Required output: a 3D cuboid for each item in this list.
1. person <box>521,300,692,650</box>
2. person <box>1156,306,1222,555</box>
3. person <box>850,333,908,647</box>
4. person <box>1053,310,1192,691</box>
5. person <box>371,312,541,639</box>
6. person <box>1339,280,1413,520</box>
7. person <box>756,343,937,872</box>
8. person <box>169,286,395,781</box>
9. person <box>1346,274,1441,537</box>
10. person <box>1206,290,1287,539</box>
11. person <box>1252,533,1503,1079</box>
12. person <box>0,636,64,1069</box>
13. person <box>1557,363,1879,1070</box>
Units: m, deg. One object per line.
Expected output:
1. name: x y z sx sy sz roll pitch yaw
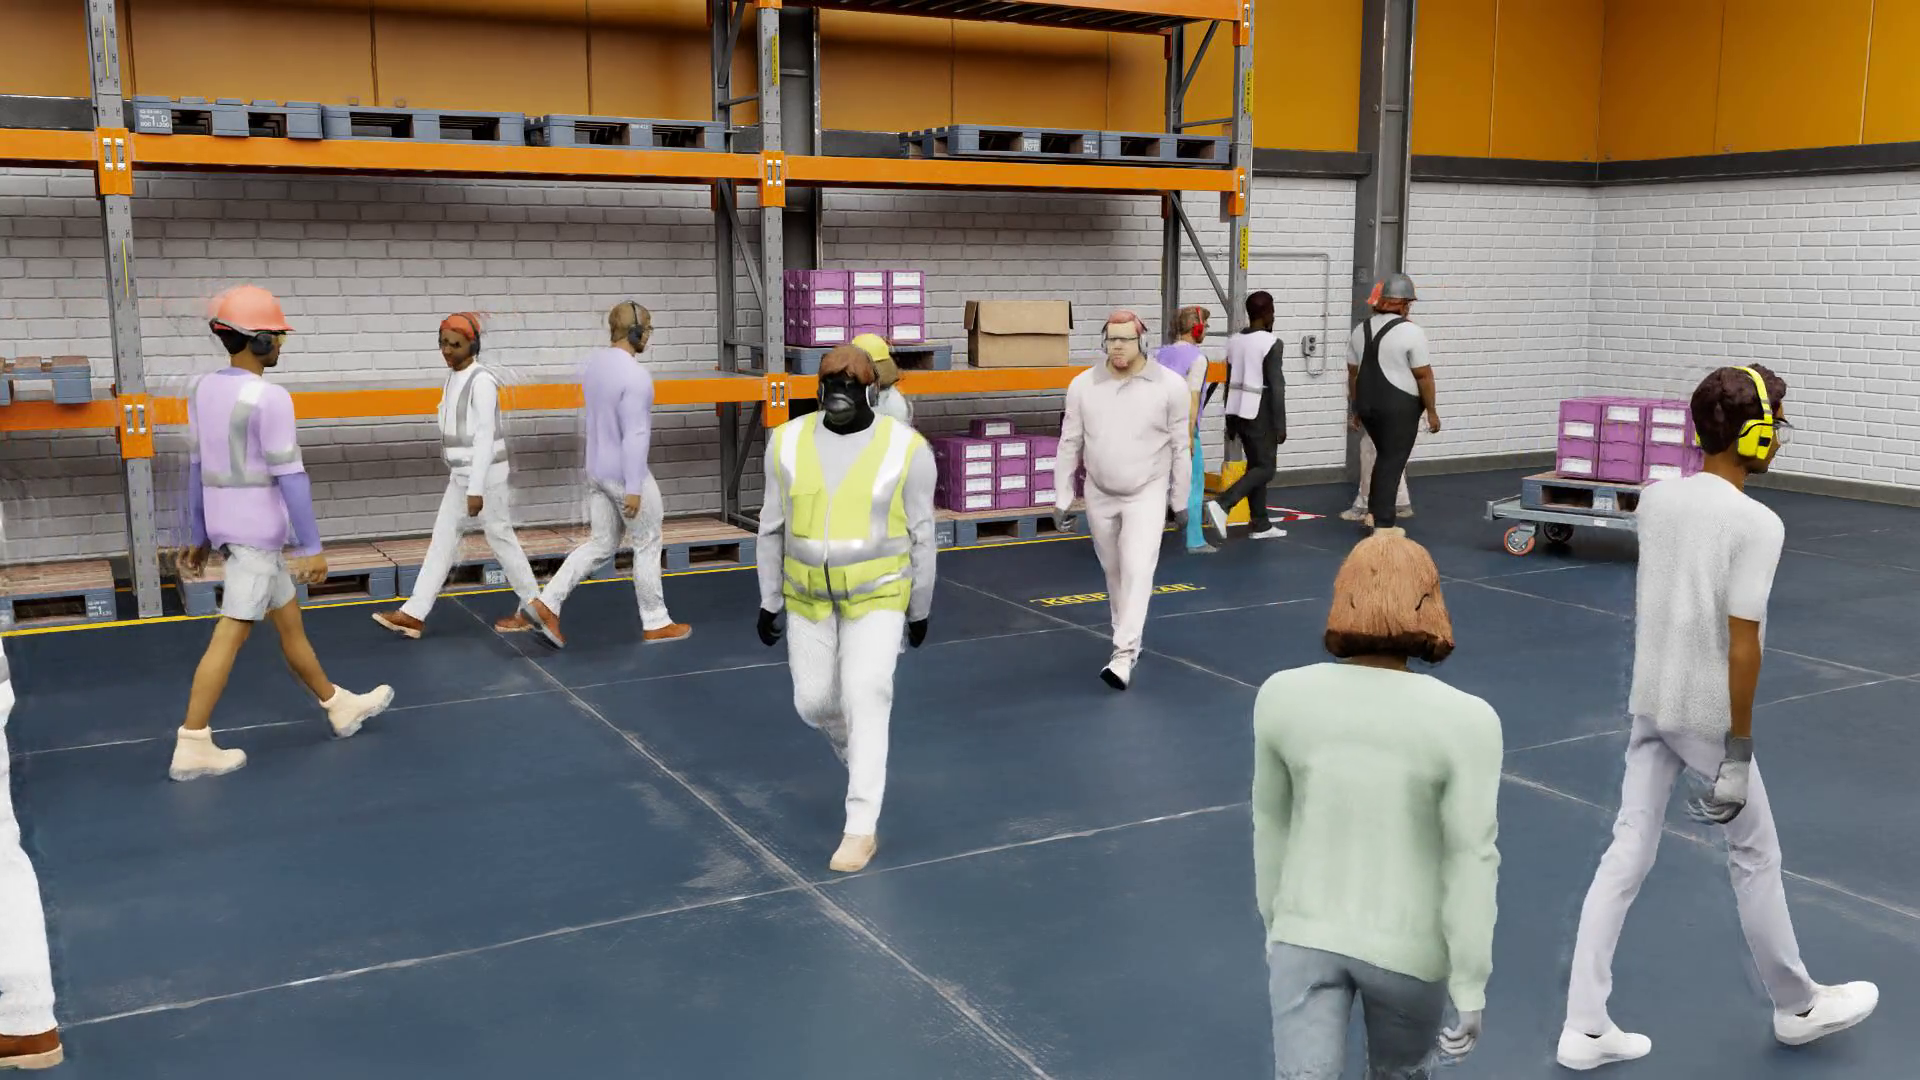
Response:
1. person: -1.906 -0.335 8.946 0.907 1.908 0.635 -8 12 -39
2. person: 1.474 -0.767 11.883 0.813 1.812 0.588 -4 10 -25
3. person: -0.451 -0.240 8.912 0.368 1.724 0.486 -6 11 -34
4. person: 0.782 -0.205 8.288 0.660 1.852 1.003 4 10 23
5. person: -2.766 -0.344 9.232 0.992 1.819 0.622 -6 11 -33
6. person: 3.451 -1.132 13.606 0.664 1.970 0.708 1 9 4
7. person: -0.384 0.200 5.951 0.626 1.818 0.746 3 10 15
8. person: -2.875 -0.050 6.926 0.632 1.984 1.071 8 12 39
9. person: 3.352 -1.020 12.695 0.615 2.000 0.695 -5 11 -29
10. person: 2.191 -0.927 12.554 0.720 1.904 0.600 -4 10 -25
11. person: 0.760 0.783 3.147 0.494 1.569 0.881 5 10 26
12. person: -2.699 0.470 4.176 0.785 1.847 0.596 -1 9 -5
13. person: 1.969 0.461 4.314 0.951 1.822 0.544 -3 10 -18
